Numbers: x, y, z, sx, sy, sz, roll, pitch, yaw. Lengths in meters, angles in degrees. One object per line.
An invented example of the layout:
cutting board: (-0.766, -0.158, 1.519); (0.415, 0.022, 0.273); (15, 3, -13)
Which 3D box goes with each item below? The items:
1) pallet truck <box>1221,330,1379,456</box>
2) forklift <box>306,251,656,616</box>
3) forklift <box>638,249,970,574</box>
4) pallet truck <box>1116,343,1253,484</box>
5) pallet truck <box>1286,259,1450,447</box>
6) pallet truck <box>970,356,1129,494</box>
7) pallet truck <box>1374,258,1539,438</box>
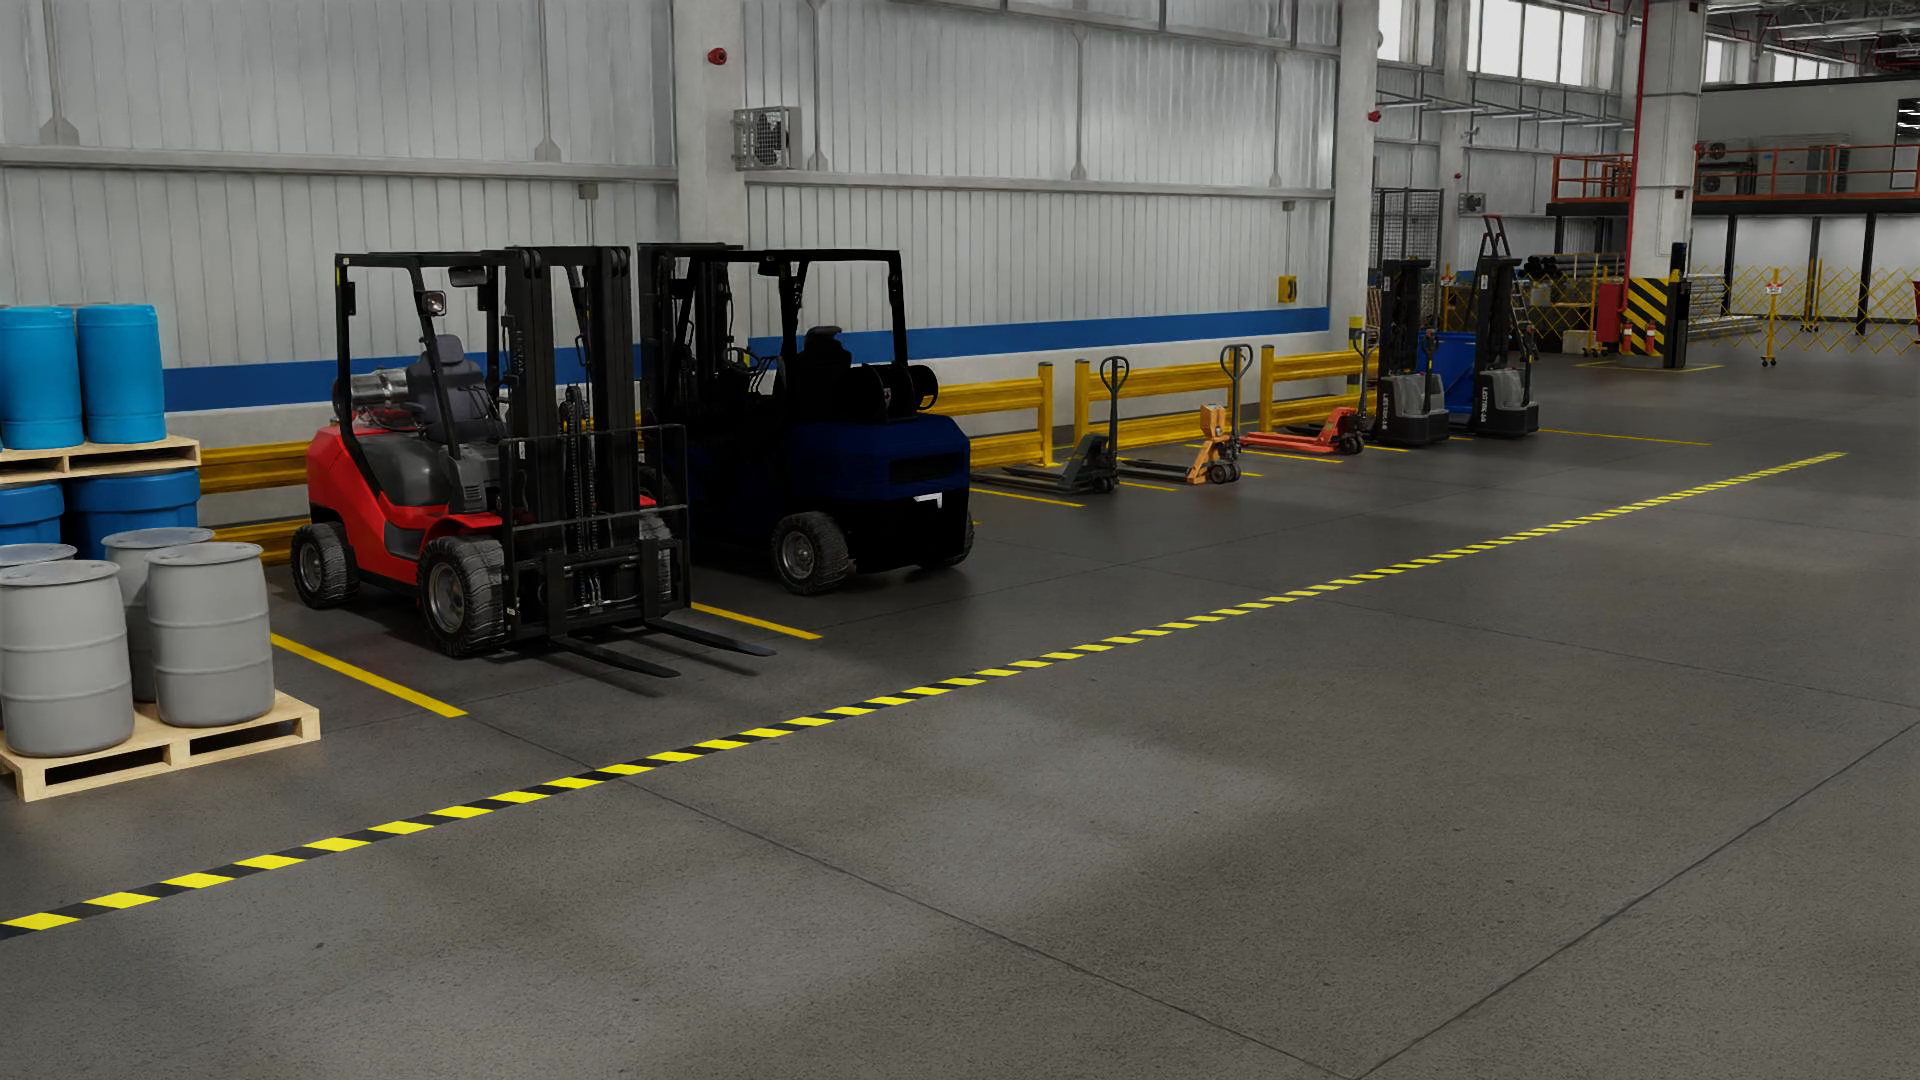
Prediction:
pallet truck: (3.563, -1.581, 17.381); (0.653, 1.274, 1.630); (-10, 14, -44)
forklift: (-2.833, -0.669, 9.694); (1.157, 1.987, 2.680); (-10, 14, -44)
forklift: (-1.173, -0.958, 11.239); (2.680, 1.987, 1.157); (10, 14, 43)
pallet truck: (1.962, -1.215, 15.415); (1.522, 1.261, 0.704); (10, 14, 43)
pallet truck: (4.493, -2.078, 18.196); (0.823, 1.965, 1.885); (-9, 14, -40)
pallet truck: (0.784, -1.085, 14.876); (0.680, 1.201, 1.601); (-10, 14, -44)
pallet truck: (5.704, -2.208, 18.901); (1.885, 1.965, 0.823); (10, 14, 43)
